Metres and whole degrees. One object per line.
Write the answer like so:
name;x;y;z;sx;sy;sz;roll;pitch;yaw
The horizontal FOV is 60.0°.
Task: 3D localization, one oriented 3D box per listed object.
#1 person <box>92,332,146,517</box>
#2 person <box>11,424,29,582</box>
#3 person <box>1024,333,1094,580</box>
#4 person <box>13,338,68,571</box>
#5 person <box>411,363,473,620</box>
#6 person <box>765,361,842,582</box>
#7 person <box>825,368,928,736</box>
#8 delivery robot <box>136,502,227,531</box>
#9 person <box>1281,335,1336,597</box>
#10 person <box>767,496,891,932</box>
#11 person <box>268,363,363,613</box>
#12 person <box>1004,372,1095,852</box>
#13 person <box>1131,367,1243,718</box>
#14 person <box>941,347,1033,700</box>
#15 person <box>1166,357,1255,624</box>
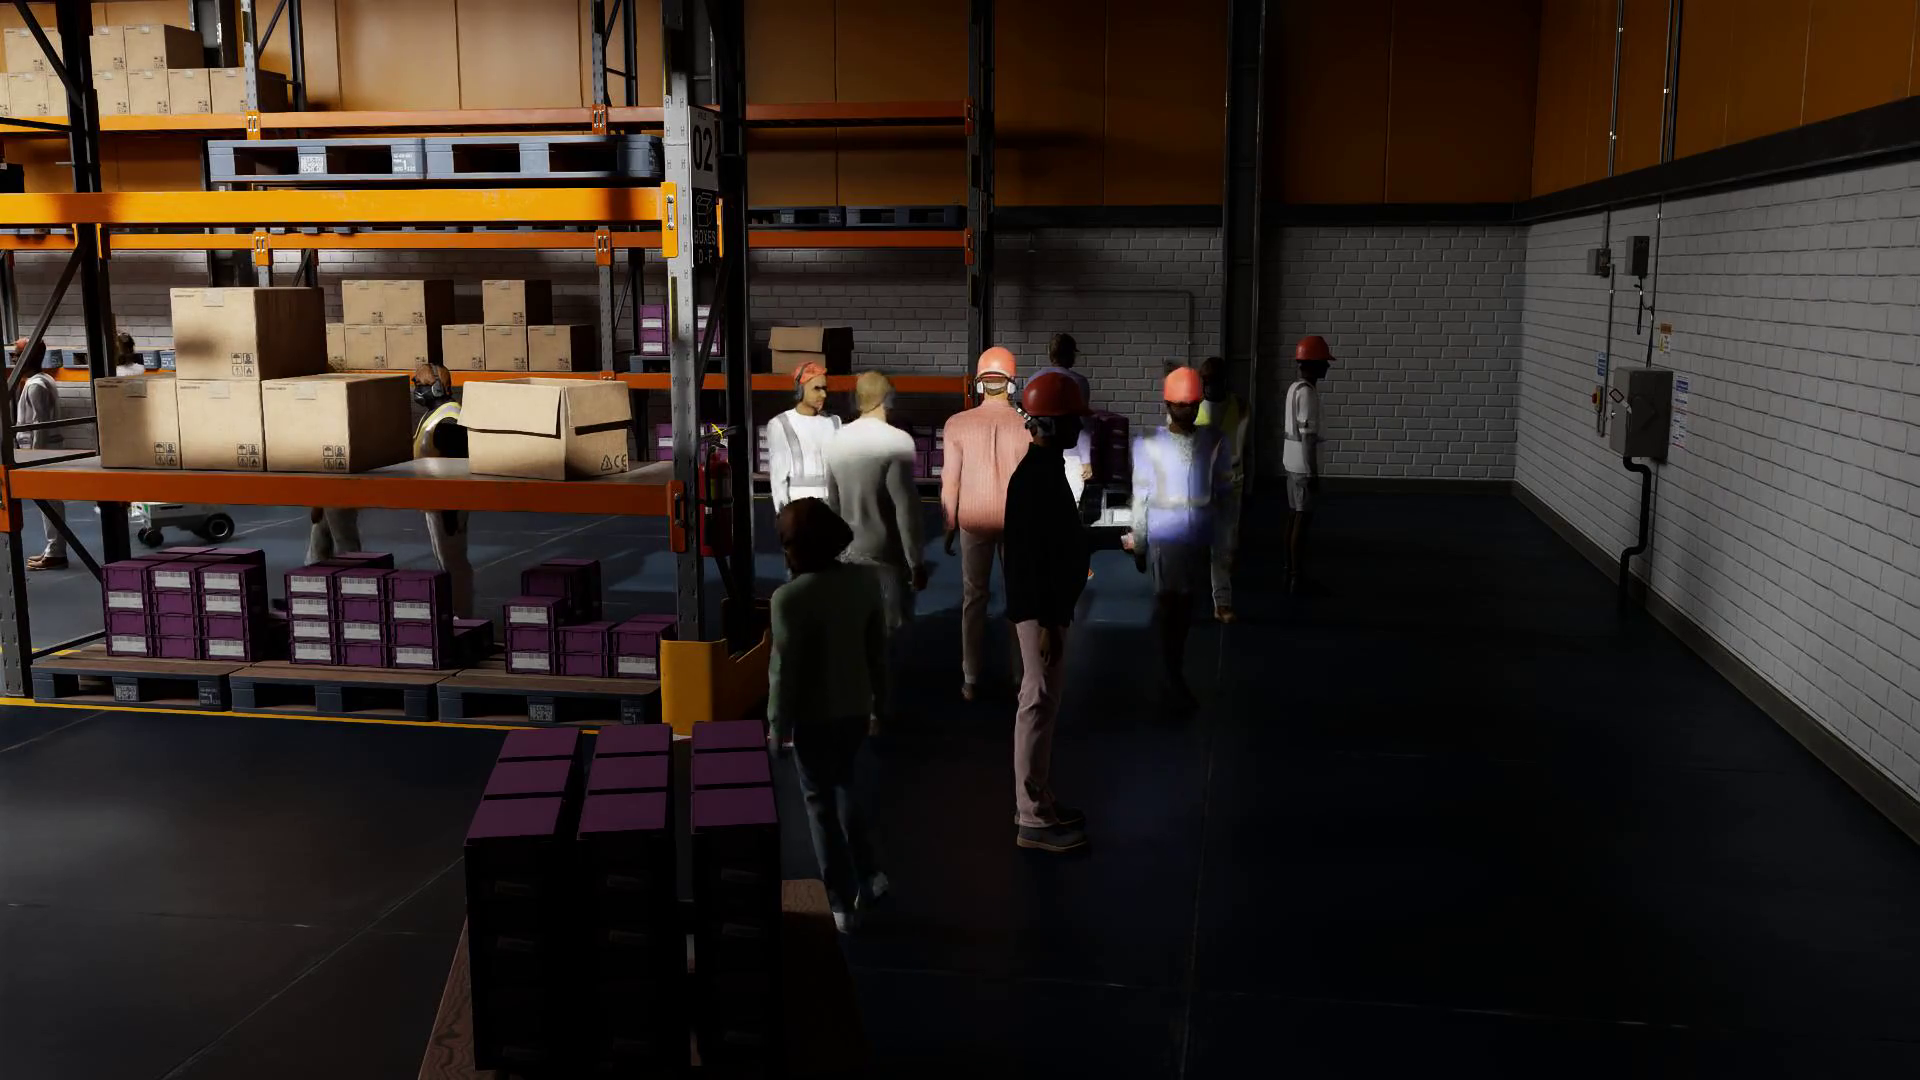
person;-8.314;-1.128;16.375;0.765;1.823;0.319;3;10;19
person;-7.519;-0.573;12.741;0.515;1.885;0.645;-1;9;-7
person;0.778;-0.646;13.005;0.627;1.941;0.373;9;13;43
person;-7.453;-0.694;13.481;0.356;1.882;0.574;-4;10;-24
person;-3.328;-0.220;10.703;0.428;1.836;0.626;-4;10;-23
person;-0.892;-0.129;9.996;0.592;1.884;0.416;-8;12;-42
person;-0.489;0.090;8.484;0.627;1.926;0.666;-8;12;-40
delivery robot;-6.916;-0.288;14.778;0.707;0.478;0.477;-7;12;-38
person;2.600;-0.553;12.434;0.359;1.939;0.542;0;9;1
person;-0.492;0.634;6.052;0.533;1.611;0.350;-8;12;-42
person;-4.411;-0.322;11.395;0.746;1.802;0.623;-3;10;-18
person;0.370;0.294;7.000;0.376;1.995;0.612;0;9;3
person;1.243;0.005;9.108;0.565;1.882;0.979;-1;9;-8
person;0.207;-0.088;9.377;0.623;1.989;0.400;1;9;4
person;1.718;-0.334;11.397;0.624;1.837;0.430;-1;9;-4
